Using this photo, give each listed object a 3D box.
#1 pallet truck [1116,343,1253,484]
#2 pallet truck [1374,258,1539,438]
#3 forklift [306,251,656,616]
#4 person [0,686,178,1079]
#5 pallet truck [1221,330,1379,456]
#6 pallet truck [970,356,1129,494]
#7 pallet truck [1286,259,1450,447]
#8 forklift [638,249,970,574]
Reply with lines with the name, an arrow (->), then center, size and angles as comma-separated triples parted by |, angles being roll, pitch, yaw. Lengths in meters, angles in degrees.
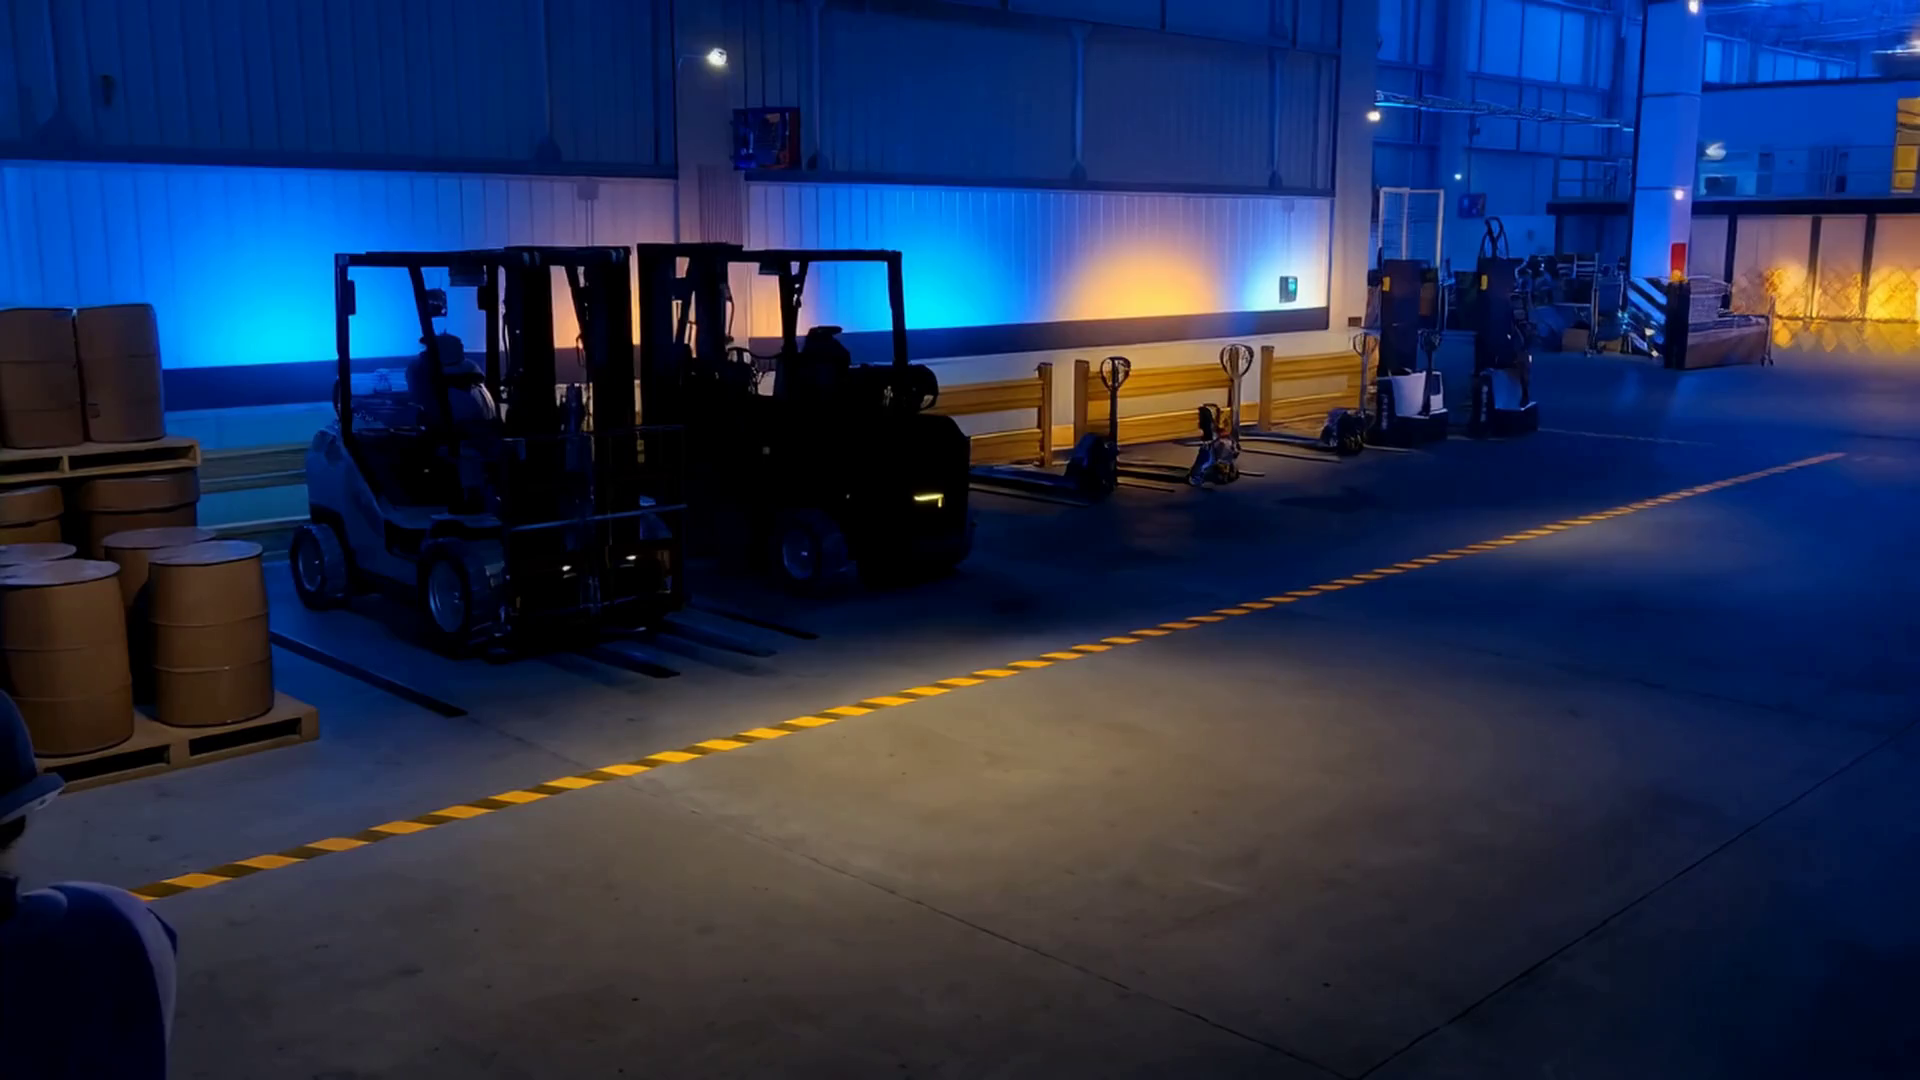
pallet truck -> 1.962, -1.215, 15.415 | 1.522, 1.261, 0.704 | 10, 14, 43
pallet truck -> 5.704, -2.208, 18.901 | 1.885, 1.965, 0.823 | 10, 14, 43
forklift -> -2.833, -0.669, 9.694 | 1.157, 1.987, 2.680 | -10, 14, -44
person -> -1.059, 1.007, 1.813 | 0.403, 1.835, 0.588 | -1, 10, -3
pallet truck -> 3.563, -1.581, 17.381 | 0.653, 1.274, 1.630 | -10, 14, -44
pallet truck -> 0.784, -1.085, 14.876 | 0.680, 1.201, 1.601 | -10, 14, -44
pallet truck -> 4.493, -2.078, 18.196 | 0.823, 1.965, 1.885 | -9, 14, -40
forklift -> -1.173, -0.958, 11.239 | 2.680, 1.987, 1.157 | 10, 14, 43
